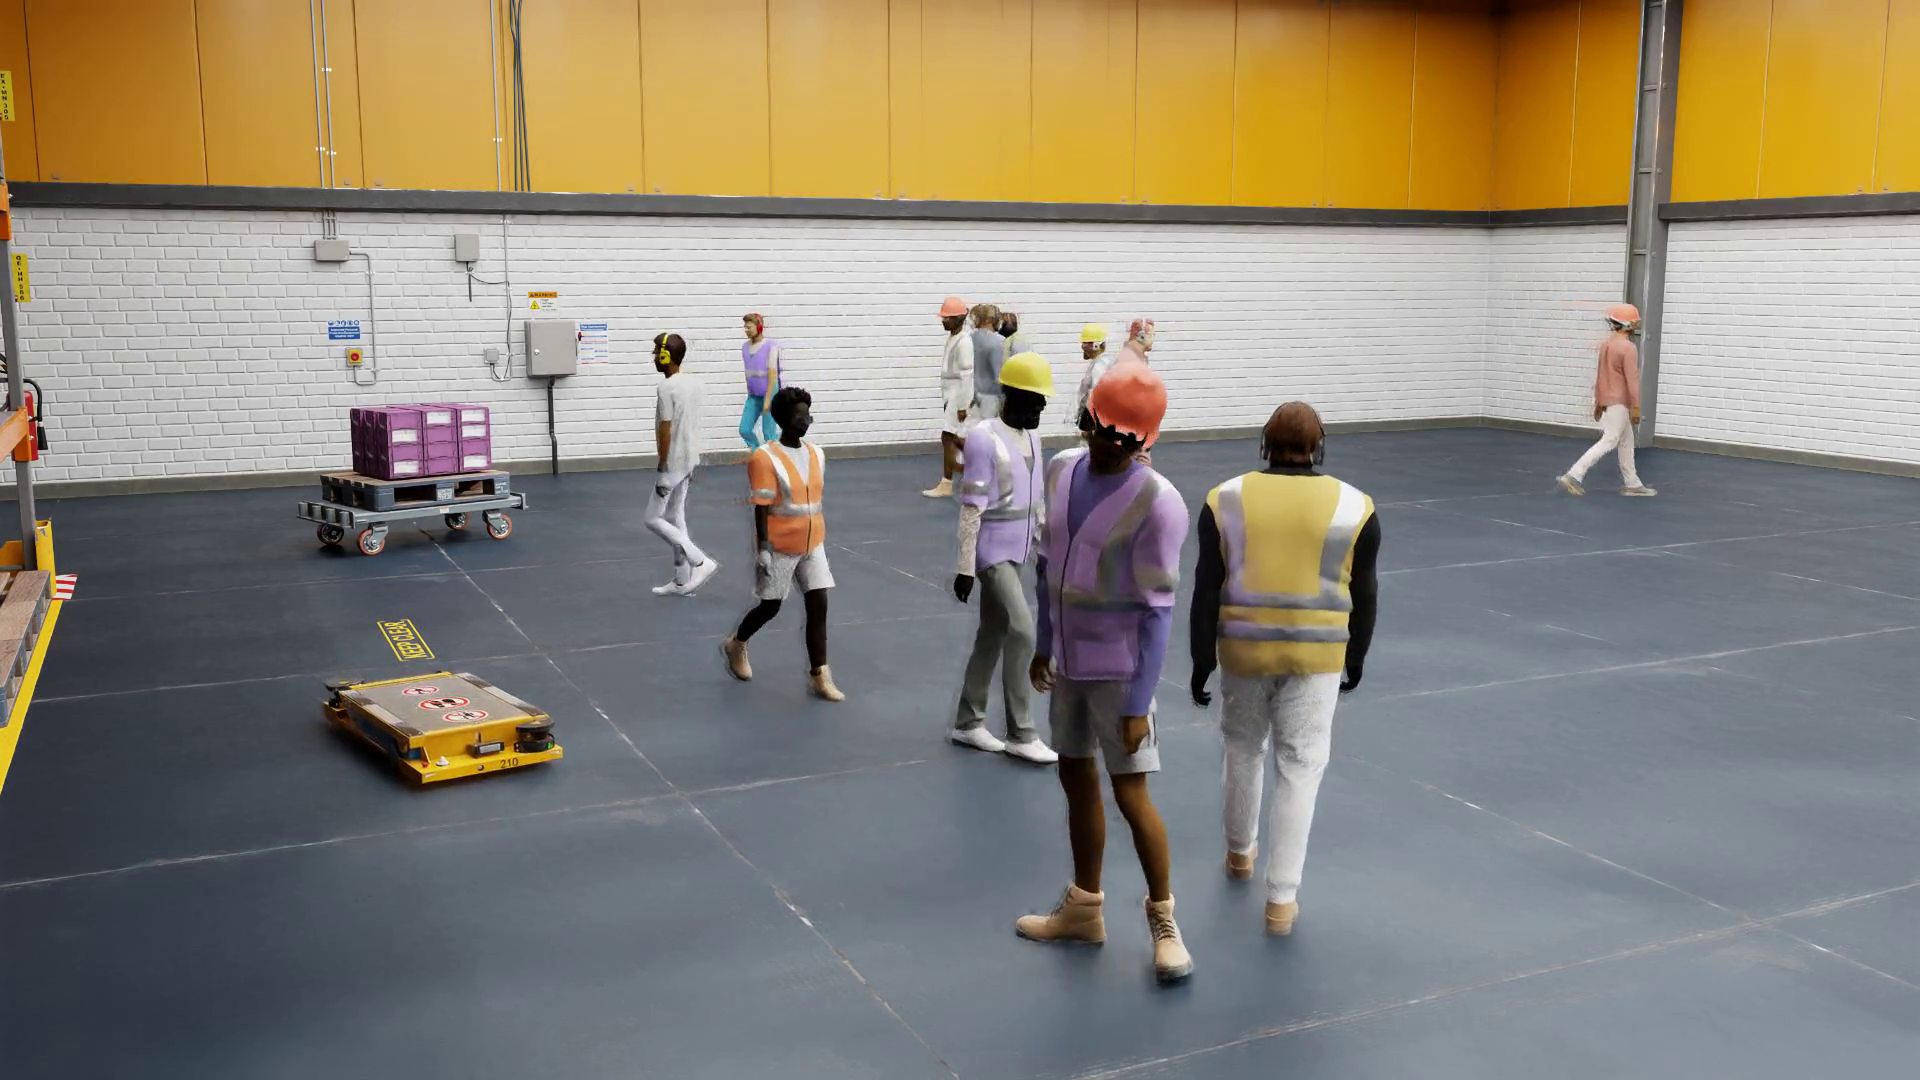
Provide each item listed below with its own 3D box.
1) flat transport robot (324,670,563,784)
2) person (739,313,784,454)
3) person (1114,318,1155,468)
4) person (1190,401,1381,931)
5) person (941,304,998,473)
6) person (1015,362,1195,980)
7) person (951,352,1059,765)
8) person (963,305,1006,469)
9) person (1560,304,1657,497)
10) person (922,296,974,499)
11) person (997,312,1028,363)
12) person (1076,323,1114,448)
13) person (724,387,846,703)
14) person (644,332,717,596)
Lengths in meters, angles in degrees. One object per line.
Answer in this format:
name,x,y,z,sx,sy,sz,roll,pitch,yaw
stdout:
flat transport robot,-2.500,0.856,7.948,0.652,0.197,1.431,-7,11,-36
person,-2.151,-1.533,17.963,0.583,1.824,0.472,8,12,41
person,1.444,-1.075,15.022,0.875,1.869,0.659,1,9,6
person,1.162,0.411,5.962,0.640,1.805,0.863,2,9,15
person,0.166,-1.701,18.757,0.935,1.897,0.629,-2,9,-9
person,0.471,0.417,5.386,0.406,1.990,0.714,-6,11,-32
person,0.289,0.084,7.714,0.791,1.888,0.611,5,10,27
person,0.311,-1.535,17.687,0.444,1.916,0.672,-5,10,-26
person,6.548,-1.393,16.704,0.975,1.964,0.620,0,9,0
person,0.020,-1.421,16.638,0.776,2.025,0.626,-2,9,-10
person,0.532,-1.781,19.612,0.966,1.786,0.655,-1,9,-6
person,1.308,-1.164,15.839,0.911,1.786,0.598,1,9,4
person,-0.948,0.008,8.875,0.767,1.676,0.533,9,13,44
person,-1.962,-0.501,11.500,0.451,1.843,0.543,2,9,14
